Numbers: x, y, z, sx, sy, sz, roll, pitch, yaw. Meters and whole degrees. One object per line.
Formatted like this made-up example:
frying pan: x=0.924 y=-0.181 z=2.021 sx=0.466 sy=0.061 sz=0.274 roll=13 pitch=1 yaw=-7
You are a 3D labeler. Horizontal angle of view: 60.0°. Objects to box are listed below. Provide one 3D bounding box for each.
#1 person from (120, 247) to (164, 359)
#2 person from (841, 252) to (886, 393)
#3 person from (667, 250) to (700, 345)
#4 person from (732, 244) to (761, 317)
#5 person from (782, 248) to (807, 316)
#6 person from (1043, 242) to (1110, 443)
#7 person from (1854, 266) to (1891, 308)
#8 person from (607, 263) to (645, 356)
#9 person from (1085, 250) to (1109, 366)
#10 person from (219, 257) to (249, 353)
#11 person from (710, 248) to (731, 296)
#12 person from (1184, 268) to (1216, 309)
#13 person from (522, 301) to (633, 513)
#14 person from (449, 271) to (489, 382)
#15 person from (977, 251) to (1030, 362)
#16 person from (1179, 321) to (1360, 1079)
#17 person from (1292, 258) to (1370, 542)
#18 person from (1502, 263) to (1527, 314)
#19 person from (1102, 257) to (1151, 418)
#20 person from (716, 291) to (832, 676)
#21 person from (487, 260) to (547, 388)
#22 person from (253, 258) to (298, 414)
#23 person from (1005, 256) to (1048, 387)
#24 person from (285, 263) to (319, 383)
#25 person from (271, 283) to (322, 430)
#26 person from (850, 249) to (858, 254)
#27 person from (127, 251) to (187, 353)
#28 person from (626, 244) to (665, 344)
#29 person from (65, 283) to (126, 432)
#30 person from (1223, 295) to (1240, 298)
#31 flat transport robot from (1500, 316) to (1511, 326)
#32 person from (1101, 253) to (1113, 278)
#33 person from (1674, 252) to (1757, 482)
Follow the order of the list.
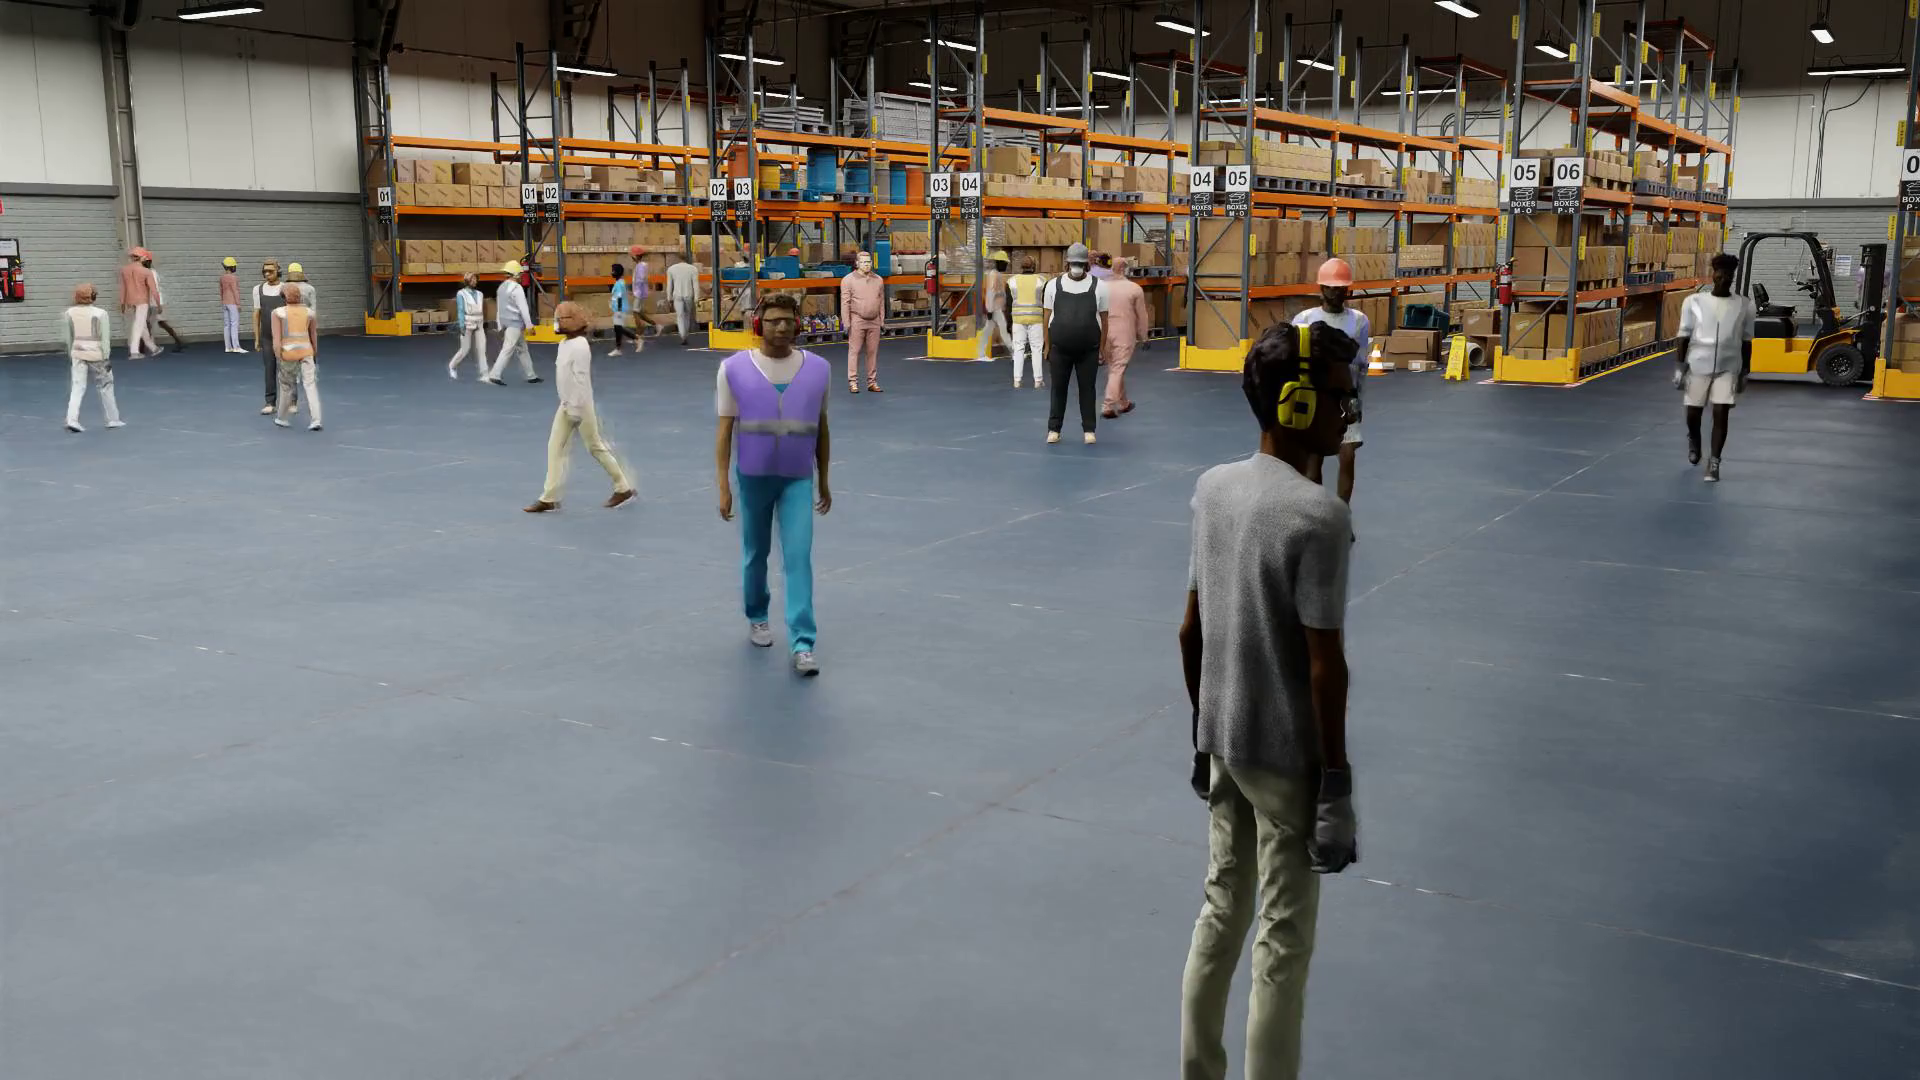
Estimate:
person: x=-14.419 y=-4.197 z=29.436 sx=0.660 sy=1.945 sz=0.976 roll=3 pitch=11 yaw=18
person: x=-1.288 y=-2.942 z=22.544 sx=0.654 sy=1.905 sz=0.408 roll=-6 pitch=12 yaw=-30
person: x=-5.539 y=-4.858 z=33.350 sx=0.651 sy=1.887 sz=0.986 roll=-2 pitch=10 yaw=-12
person: x=-4.318 y=-5.066 z=34.154 sx=0.619 sy=2.017 sz=0.869 roll=5 pitch=11 yaw=27
person: x=-3.758 y=-5.695 z=37.930 sx=0.565 sy=1.914 sz=0.585 roll=3 pitch=11 yaw=18
person: x=1.166 y=-1.986 z=16.812 sx=0.674 sy=2.000 sz=0.535 roll=1 pitch=10 yaw=6
person: x=17.993 y=-4.776 z=32.828 sx=0.596 sy=1.909 sz=0.484 roll=5 pitch=11 yaw=28
person: x=-6.011 y=-4.113 z=29.762 sx=0.586 sy=1.683 sz=0.539 roll=-2 pitch=10 yaw=-11
person: x=2.193 y=-3.846 z=27.610 sx=0.642 sy=1.909 sz=0.399 roll=5 pitch=11 yaw=26
person: x=-13.441 y=-4.331 z=30.714 sx=0.523 sy=1.769 sz=0.316 roll=7 pitch=12 yaw=36
person: x=-6.063 y=-6.519 z=42.603 sx=0.565 sy=1.891 sz=0.952 roll=8 pitch=13 yaw=38
person: x=4.778 y=-4.753 z=32.782 sx=0.618 sy=1.865 sz=1.015 roll=9 pitch=13 yaw=40
person: x=-2.883 y=-1.008 z=12.592 sx=0.839 sy=1.593 sz=0.511 roll=-7 pitch=12 yaw=-34
person: x=-7.188 y=-3.122 z=24.361 sx=0.689 sy=1.617 sz=0.520 roll=6 pitch=12 yaw=32
person: x=0.738 y=-3.960 z=28.302 sx=0.978 sy=1.879 sz=0.586 roll=1 pitch=10 yaw=4
person: x=0.665 y=0.473 z=3.545 sx=0.323 sy=1.862 sz=0.518 roll=-5 pitch=11 yaw=-25
person: x=2.503 y=-0.930 z=11.233 sx=0.567 sy=1.913 sz=0.701 roll=0 pitch=10 yaw=1
person: x=11.568 y=-5.160 z=34.732 sx=0.612 sy=1.990 sz=0.392 roll=8 pitch=13 yaw=37
person: x=1.879 y=-2.365 z=19.473 sx=0.639 sy=1.856 sz=1.015 roll=7 pitch=12 yaw=33
person: x=-0.897 y=-0.302 z=8.074 sx=0.581 sy=1.800 sz=0.955 roll=-3 pitch=11 yaw=-16
person: x=-6.317 y=-3.043 z=23.479 sx=0.943 sy=1.790 sz=0.585 roll=-7 pitch=12 yaw=-35
person: x=-8.095 y=-2.405 z=19.710 sx=0.517 sy=1.843 sz=0.325 roll=-1 pitch=10 yaw=-7
person: x=0.957 y=-3.061 z=23.400 sx=0.633 sy=1.839 sz=0.429 roll=1 pitch=10 yaw=8
person: x=-9.609 y=-3.153 z=24.202 sx=0.484 sy=1.738 sz=0.305 roll=-6 pitch=12 yaw=-29
person: x=-7.224 y=-1.992 z=18.104 sx=0.880 sy=1.587 sz=0.537 roll=10 pitch=14 yaw=44
person: x=-2.591 y=-6.206 z=40.938 sx=0.588 sy=1.862 sz=0.646 roll=5 pitch=11 yaw=26
person: x=-14.812 y=-4.374 z=30.619 sx=0.954 sy=1.898 sz=0.540 roll=-8 pitch=13 yaw=-38
person: x=-6.368 y=-4.946 z=33.487 sx=0.691 sy=2.013 sz=0.623 roll=-3 pitch=10 yaw=-15
person: x=-9.424 y=-1.974 z=17.979 sx=0.525 sy=1.600 sz=0.837 roll=1 pitch=10 yaw=4
person: x=5.951 y=-5.338 z=36.146 sx=0.430 sy=1.845 sz=0.624 roll=-9 pitch=14 yaw=-43
flat transport robot: x=13.397 y=-5.378 z=40.771 sx=0.652 sy=0.197 sz=1.431 roll=0 pitch=10 yaw=2
person: x=2.738 y=-4.365 z=30.715 sx=0.560 sy=1.828 sz=0.946 roll=8 pitch=13 yaw=39
person: x=6.513 y=-1.504 z=14.373 sx=0.618 sy=1.950 sz=0.731 roll=4 pitch=11 yaw=22
